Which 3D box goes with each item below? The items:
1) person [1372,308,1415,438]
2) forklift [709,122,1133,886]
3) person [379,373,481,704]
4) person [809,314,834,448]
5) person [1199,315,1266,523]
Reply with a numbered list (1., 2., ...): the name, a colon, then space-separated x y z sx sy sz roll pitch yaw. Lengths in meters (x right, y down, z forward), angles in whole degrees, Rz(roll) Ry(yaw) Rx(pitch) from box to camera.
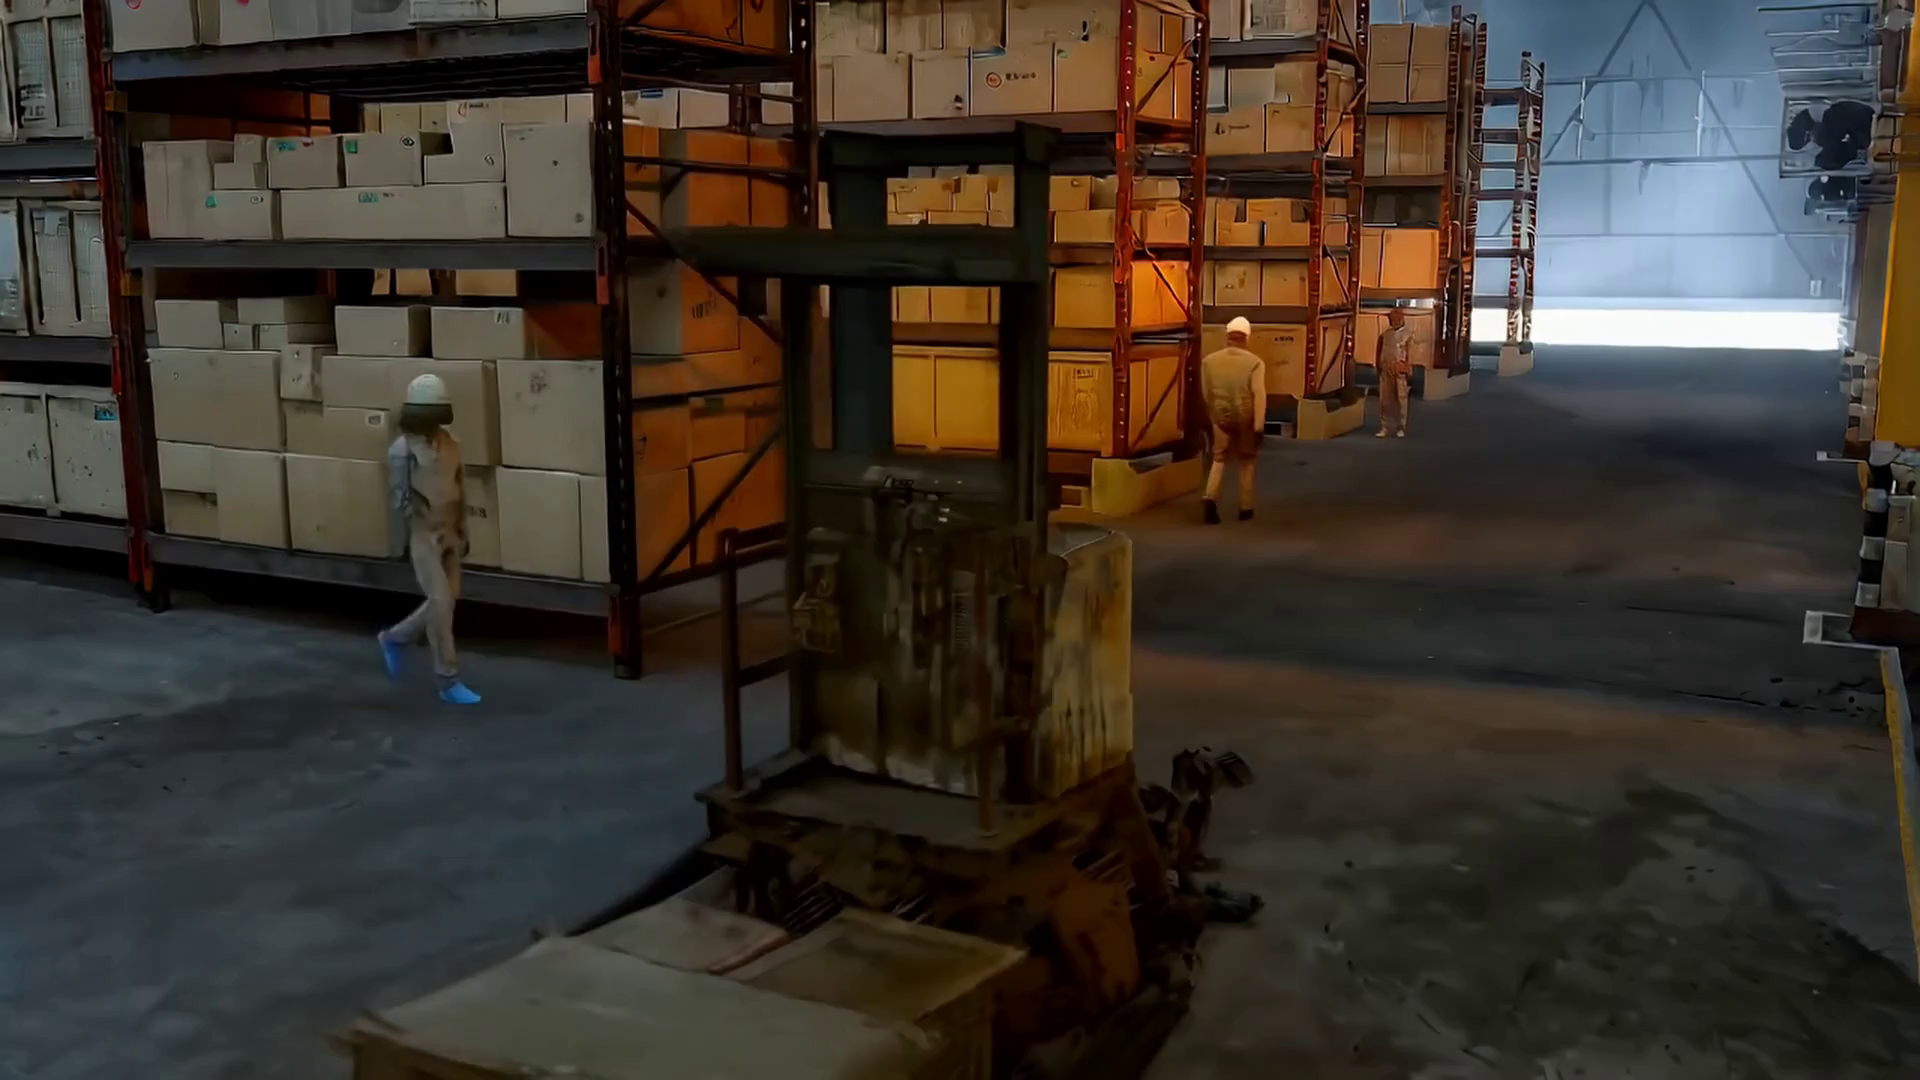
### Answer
1. person: 5.498 -2.106 21.040 0.511 1.637 0.307 9 13 42
2. forklift: -0.067 -0.282 6.880 1.129 2.768 1.873 5 11 27
3. person: -2.808 -0.017 8.689 0.665 1.720 0.491 4 11 23
4. person: -1.050 -0.716 12.251 0.685 1.887 0.538 -7 12 -35
5. person: 2.336 -1.035 14.358 0.599 1.803 0.731 6 11 29
